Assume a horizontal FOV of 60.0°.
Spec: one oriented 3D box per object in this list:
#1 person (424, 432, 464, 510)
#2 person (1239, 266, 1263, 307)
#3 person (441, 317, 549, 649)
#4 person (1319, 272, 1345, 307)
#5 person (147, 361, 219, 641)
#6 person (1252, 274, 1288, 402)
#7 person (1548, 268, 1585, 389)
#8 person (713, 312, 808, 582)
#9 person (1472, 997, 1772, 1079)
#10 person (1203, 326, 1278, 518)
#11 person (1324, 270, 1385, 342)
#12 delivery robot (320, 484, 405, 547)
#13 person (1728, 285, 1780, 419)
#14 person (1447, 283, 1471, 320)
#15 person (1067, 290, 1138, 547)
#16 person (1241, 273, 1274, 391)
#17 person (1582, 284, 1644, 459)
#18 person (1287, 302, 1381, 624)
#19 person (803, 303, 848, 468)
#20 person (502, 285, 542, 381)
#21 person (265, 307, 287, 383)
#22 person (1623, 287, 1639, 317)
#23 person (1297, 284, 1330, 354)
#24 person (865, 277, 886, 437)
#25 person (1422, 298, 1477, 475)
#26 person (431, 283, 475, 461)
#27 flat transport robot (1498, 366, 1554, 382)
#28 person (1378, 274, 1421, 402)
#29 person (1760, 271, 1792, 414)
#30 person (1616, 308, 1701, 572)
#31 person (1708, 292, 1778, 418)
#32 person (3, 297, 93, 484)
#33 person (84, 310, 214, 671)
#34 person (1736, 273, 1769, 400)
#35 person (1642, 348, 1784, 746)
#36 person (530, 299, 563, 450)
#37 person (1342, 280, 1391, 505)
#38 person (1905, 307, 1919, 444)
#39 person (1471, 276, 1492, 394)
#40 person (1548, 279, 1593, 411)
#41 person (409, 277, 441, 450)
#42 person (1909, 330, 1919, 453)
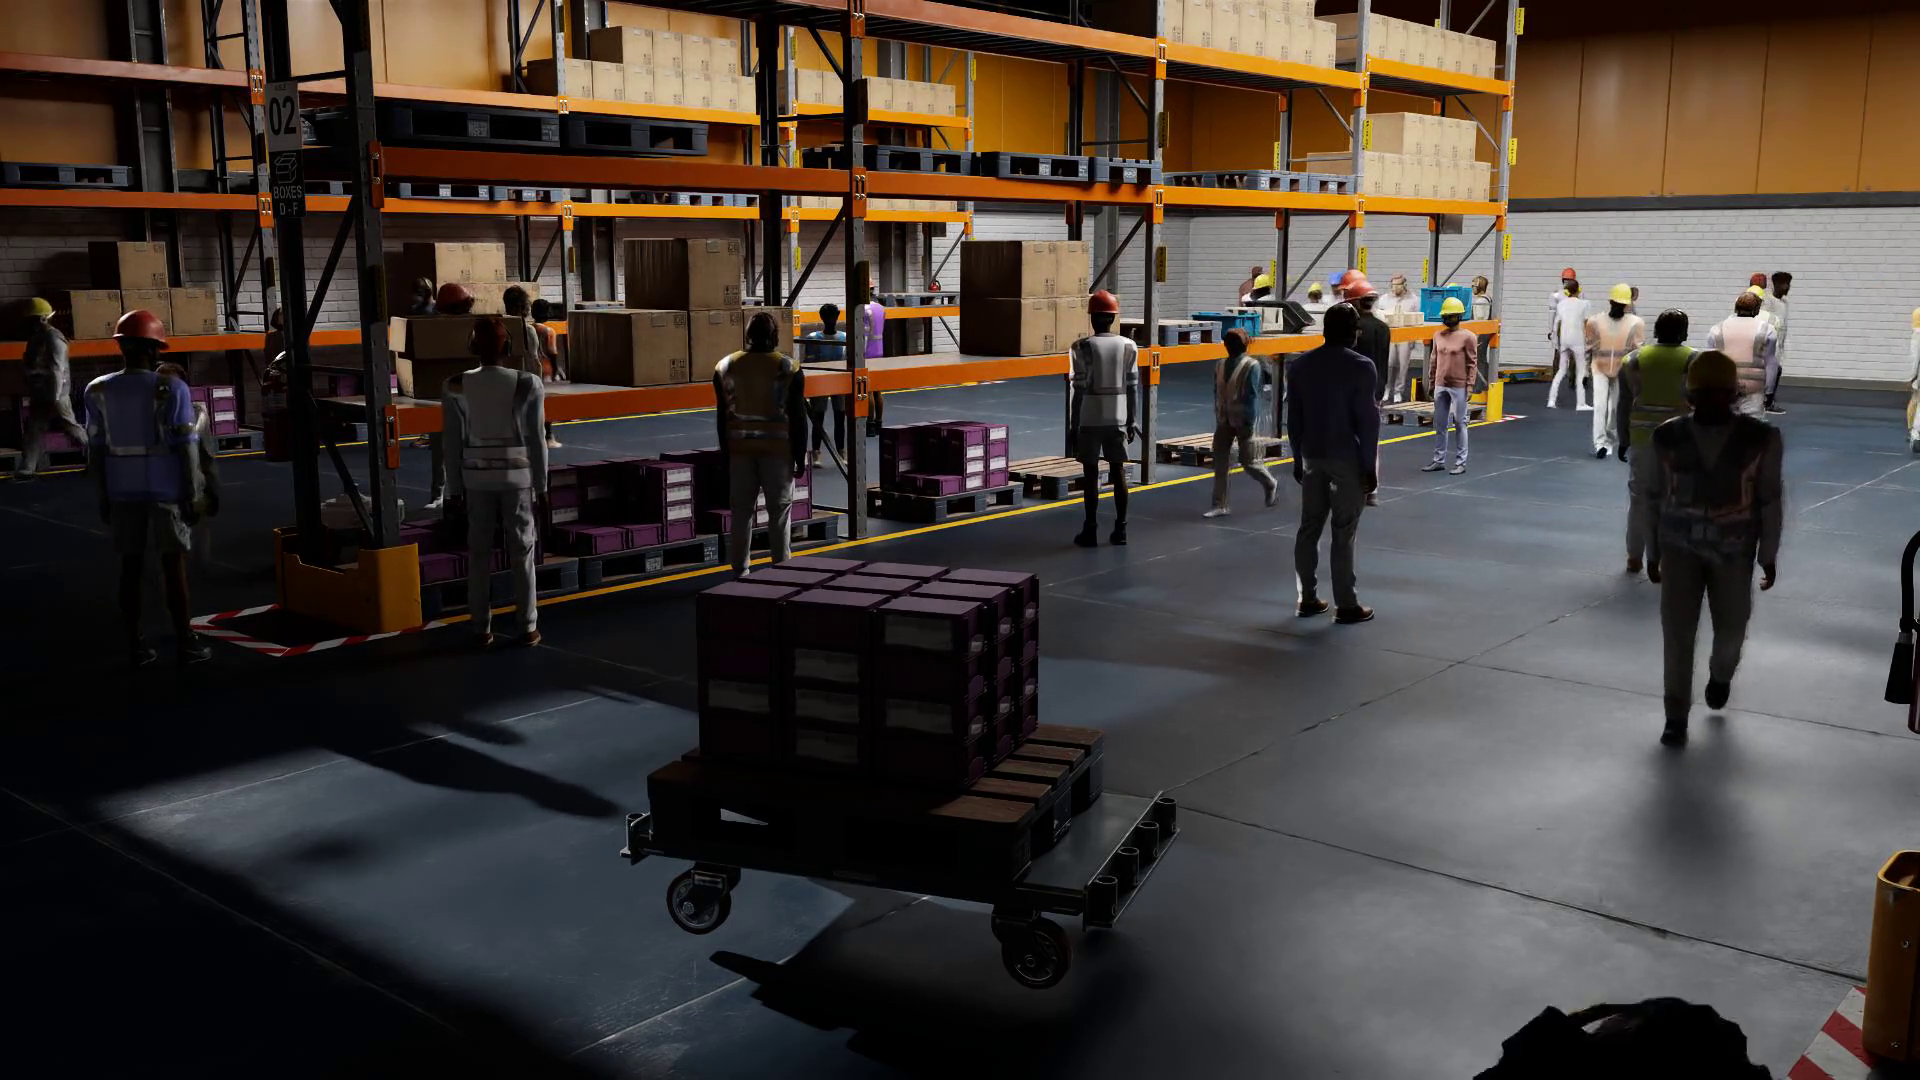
[{"bbox_3d":[-4.426,-1.068,14.353,0.500,1.631,0.286,1,10,5],"label":"person"},{"bbox_3d":[5.737,-4.351,32.283,0.642,1.902,0.399,6,12,31],"label":"person"},{"bbox_3d":[-2.608,-0.314,9.378,0.569,1.878,0.351,-1,10,-6],"label":"person"},{"bbox_3d":[5.567,-3.002,24.608,0.625,1.891,1.008,6,11,29],"label":"person"},{"bbox_3d":[-4.599,-0.239,9.644,0.605,1.616,0.540,9,13,40],"label":"person"},{"bbox_3d":[4.563,-2.968,24.497,0.909,1.882,0.578,7,12,34],"label":"person"},{"bbox_3d":[9.745,-3.402,26.766,0.543,1.939,0.360,3,10,18],"label":"person"},{"bbox_3d":[-1.297,-0.576,10.979,0.621,1.837,0.429,2,10,9],"label":"person"},{"bbox_3d":[0.284,1.193,0.938,0.338,1.832,0.667,4,11,21],"label":"person"},{"bbox_3d":[2.381,-0.997,14.007,0.699,1.612,0.511,-8,13,-39],"label":"person"},{"bbox_3d":[3.940,-1.690,16.736,0.607,2.039,0.395,6,12,31],"label":"person"},{"bbox_3d":[-4.374,-0.162,11.992,0.707,0.478,0.477,-4,11,-20],"label":"delivery robot"},{"bbox_3d":[9.253,-2.064,19.492,0.591,1.823,0.405,4,11,21],"label":"person"},{"bbox_3d":[6.891,-2.719,23.373,0.525,1.769,0.310,3,10,14],"label":"person"},{"bbox_3d":[1.067,-0.915,12.613,0.552,1.935,0.374,-3,10,-15],"label":"person"},{"bbox_3d":[4.667,-3.229,25.984,0.607,1.875,0.971,5,11,26],"label":"person"},{"bbox_3d":[6.987,-1.796,17.816,0.599,1.860,1.033,4,11,19],"label":"person"},{"bbox_3d":[2.259,-0.464,10.061,0.371,1.934,0.627,-9,13,-42],"label":"person"},{"bbox_3d":[-1.339,-1.581,17.096,0.540,1.693,0.317,-3,10,-15],"label":"person"},{"bbox_3d":[-3.792,-1.220,14.344,0.632,1.940,0.372,9,13,41],"label":"person"},{"bbox_3d":[-7.273,-1.690,17.923,0.502,1.629,0.287,6,11,29],"label":"person"},{"bbox_3d":[11.326,-3.450,28.022,0.854,1.597,0.520,5,11,27],"label":"person"},{"bbox_3d":[5.236,-2.926,24.678,0.526,1.716,0.940,1,10,8],"label":"person"},{"bbox_3d":[-1.114,-2.199,19.938,0.365,1.932,0.543,4,11,23],"label":"person"},{"bbox_3d":[4.900,-1.533,16.632,0.329,1.762,0.533,-8,12,-37],"label":"person"},{"bbox_3d":[-3.729,-1.053,13.300,0.897,2.007,0.671,-2,10,-13],"label":"person"},{"bbox_3d":[9.340,-2.811,28.150,1.431,0.197,0.652,-6,11,-30],"label":"flat transport robot"},{"bbox_3d":[6.390,-2.937,24.292,0.637,1.880,0.529,3,10,18],"label":"person"},{"bbox_3d":[11.006,-2.684,22.639,0.637,1.949,0.511,-7,12,-34],"label":"person"},{"bbox_3d":[4.868,-0.675,11.519,0.624,1.845,0.430,7,12,35],"label":"person"},{"bbox_3d":[7.456,-1.440,15.874,0.625,1.844,0.429,8,13,38],"label":"person"},{"bbox_3d":[-8.787,-1.452,16.100,0.606,1.792,0.915,8,13,39],"label":"person"},{"bbox_3d":[-4.343,-0.260,8.910,0.548,1.927,0.388,-1,10,-4],"label":"person"},{"bbox_3d":[11.730,-2.987,24.564,0.574,1.883,0.355,9,13,41],"label":"person"},{"bbox_3d":[3.473,0.012,7.712,0.598,1.809,0.737,5,11,28],"label":"person"},{"bbox_3d":[-4.725,-1.858,18.694,0.542,1.687,0.330,6,12,32],"label":"person"},{"bbox_3d":[3.510,-1.282,14.598,0.644,1.970,0.447,-7,12,-36],"label":"person"},{"bbox_3d":[11.167,-2.052,19.082,0.544,1.939,0.354,-2,10,-11],"label":"person"},{"bbox_3d":[7.667,-2.961,24.525,0.326,1.842,0.517,6,12,32],"label":"person"},{"bbox_3d":[8.532,-2.711,23.147,0.412,1.835,0.604,-9,13,-42],"label":"person"},{"bbox_3d":[-5.957,-1.978,18.673,0.627,1.935,0.371,7,12,36],"label":"person"},{"bbox_3d":[10.570,-1.751,17.978,0.524,1.720,0.444,9,14,43],"label":"person"}]
